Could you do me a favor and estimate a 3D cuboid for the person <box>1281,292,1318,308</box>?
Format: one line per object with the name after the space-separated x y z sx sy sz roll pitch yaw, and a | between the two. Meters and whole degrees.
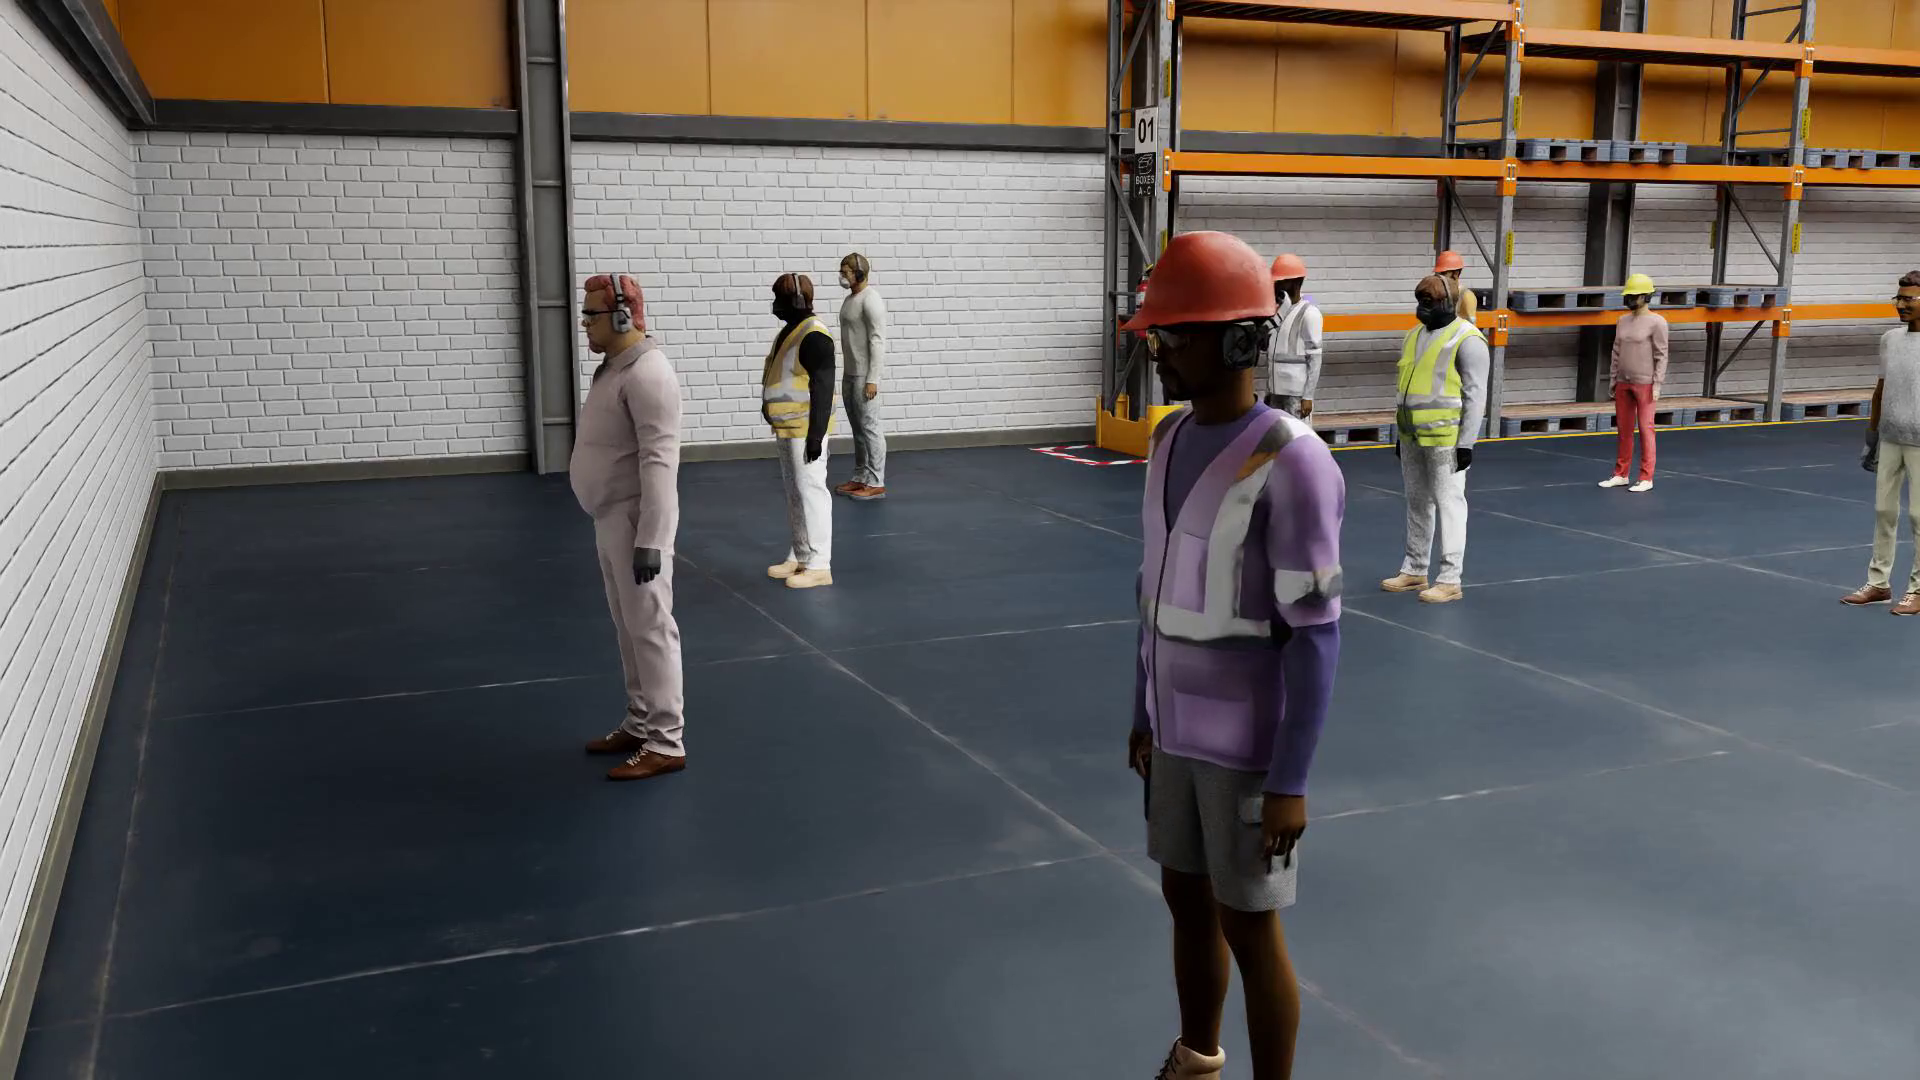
2.921 -1.506 14.599 0.373 1.840 0.571 -4 11 -23 | person

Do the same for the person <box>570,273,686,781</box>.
-1.268 -0.049 6.314 0.403 1.904 0.652 -4 11 -23 | person

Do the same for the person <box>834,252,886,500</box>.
-0.779 -1.286 13.114 0.355 1.936 0.635 -4 11 -23 | person

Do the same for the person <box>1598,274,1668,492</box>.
5.474 -1.270 13.508 0.330 1.765 0.533 -4 11 -23 | person

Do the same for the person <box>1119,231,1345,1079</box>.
0.512 0.392 3.470 0.391 2.040 0.615 -4 11 -23 | person

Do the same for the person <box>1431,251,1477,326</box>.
4.579 -1.741 15.655 0.378 1.932 0.551 -4 11 -23 | person

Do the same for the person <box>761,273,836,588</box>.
-0.952 -0.644 9.806 0.429 1.841 0.634 -4 11 -23 | person

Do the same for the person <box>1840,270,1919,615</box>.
5.166 -0.525 9.063 0.309 1.868 0.534 -4 11 -23 | person

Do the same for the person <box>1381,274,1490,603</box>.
2.672 -0.572 9.408 0.429 1.839 0.634 -4 11 -23 | person

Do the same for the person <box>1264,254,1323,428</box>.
2.361 -1.091 12.033 0.378 1.932 0.551 -4 11 -23 | person
